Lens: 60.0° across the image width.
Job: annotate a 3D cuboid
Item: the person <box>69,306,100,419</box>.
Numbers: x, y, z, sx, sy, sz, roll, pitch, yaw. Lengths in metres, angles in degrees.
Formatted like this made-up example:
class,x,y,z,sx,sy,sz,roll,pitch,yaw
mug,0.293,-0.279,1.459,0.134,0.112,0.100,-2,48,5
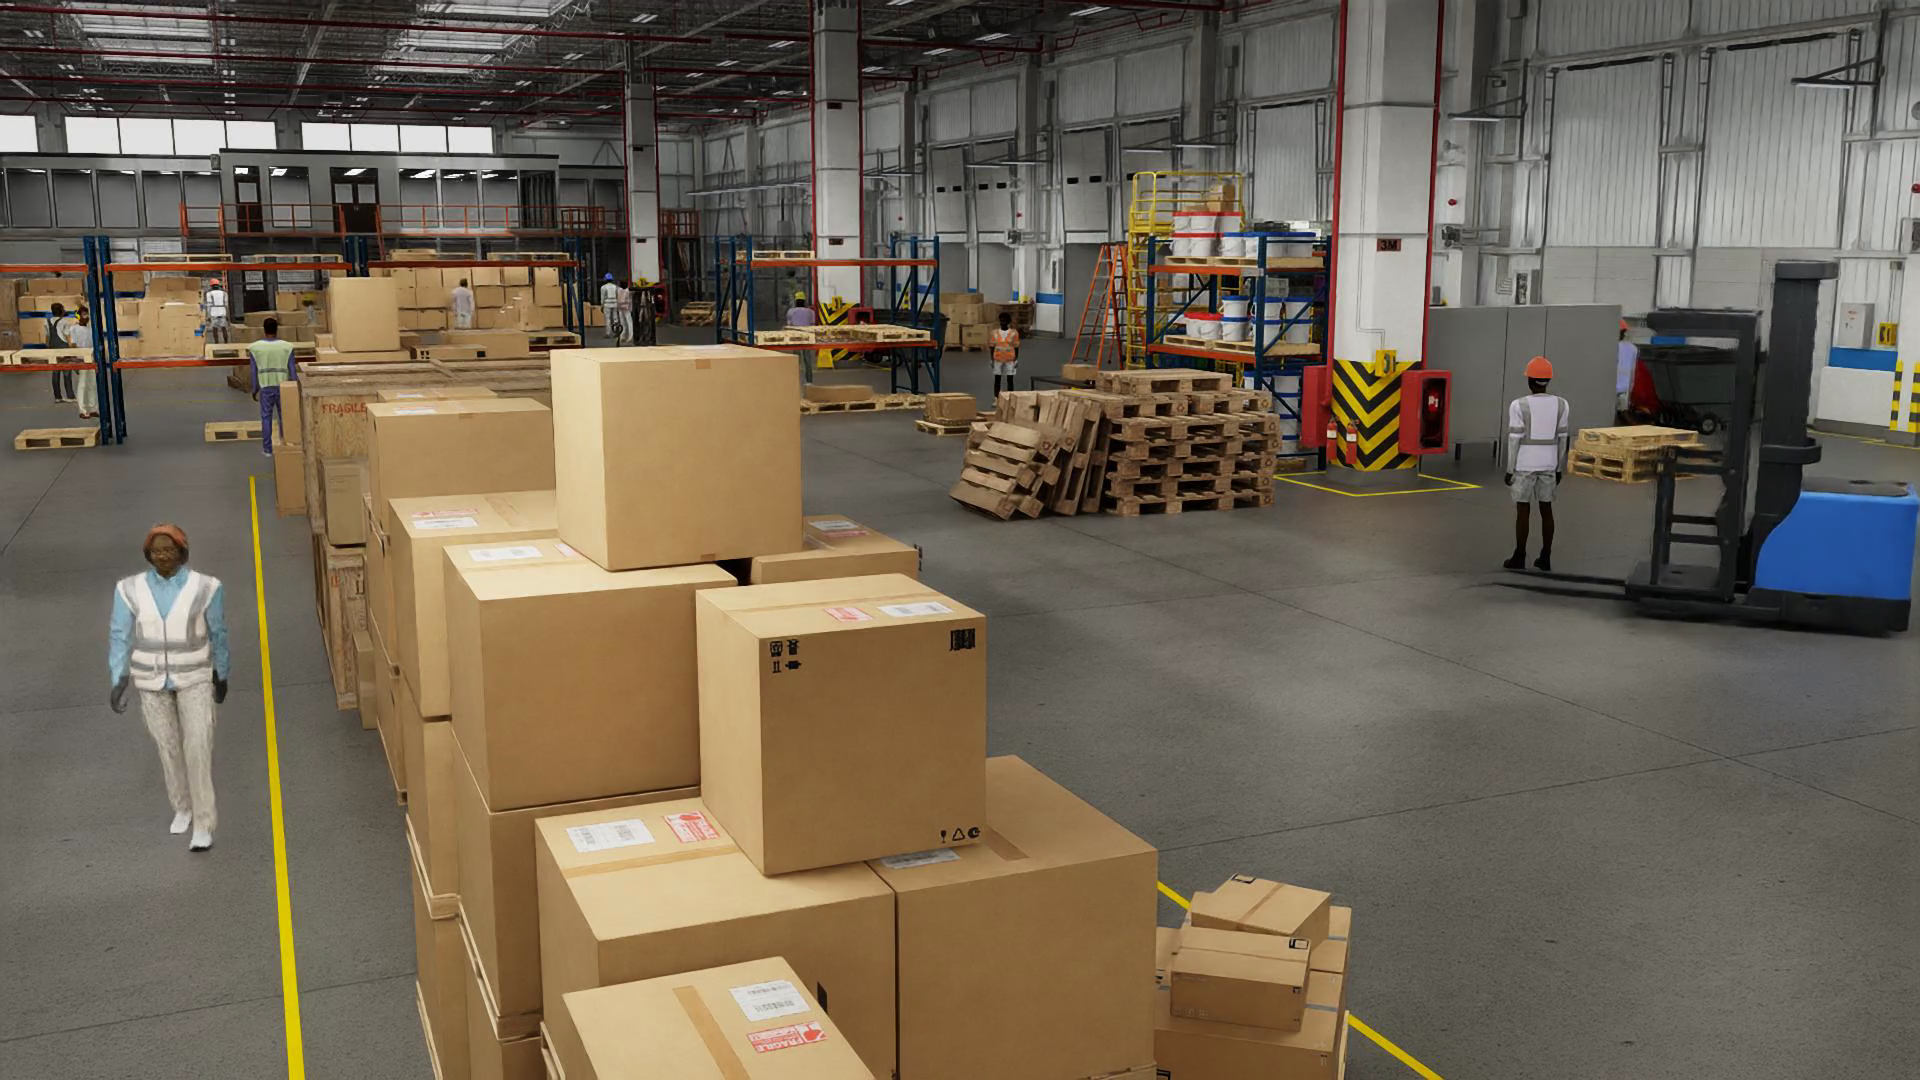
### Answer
class,x,y,z,sx,sy,sz,roll,pitch,yaw
person,-14.565,-2.955,27.745,0.328,1.876,0.513,4,11,19

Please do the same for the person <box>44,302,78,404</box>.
class,x,y,z,sx,sy,sz,roll,pitch,yaw
person,-16.372,-3.398,30.287,0.504,1.839,0.344,1,10,8

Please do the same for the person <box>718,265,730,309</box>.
class,x,y,z,sx,sy,sz,roll,pitch,yaw
person,-9.891,-10.674,70.211,0.605,1.906,0.754,-3,11,-14

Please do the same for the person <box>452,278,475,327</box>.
class,x,y,z,sx,sy,sz,roll,pitch,yaw
person,-13.668,-6.270,45.882,0.651,1.922,0.453,2,10,10

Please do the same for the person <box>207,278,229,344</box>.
class,x,y,z,sx,sy,sz,roll,pitch,yaw
person,-20.012,-6.087,44.864,0.544,1.926,0.381,-9,13,-40

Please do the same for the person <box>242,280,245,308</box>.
class,x,y,z,sx,sy,sz,roll,pitch,yaw
person,-29.641,-10.299,68.324,0.861,1.845,0.488,8,13,36

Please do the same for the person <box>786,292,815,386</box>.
class,x,y,z,sx,sy,sz,roll,pitch,yaw
person,-3.221,-4.055,33.672,0.591,1.923,0.382,-2,10,-9

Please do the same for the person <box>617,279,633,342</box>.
class,x,y,z,sx,sy,sz,roll,pitch,yaw
person,-9.714,-6.657,48.259,0.619,1.838,0.430,7,12,32

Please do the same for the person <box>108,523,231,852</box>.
class,x,y,z,sx,sy,sz,roll,pitch,yaw
person,-3.886,0.732,8.185,0.519,1.605,0.735,-2,11,-13

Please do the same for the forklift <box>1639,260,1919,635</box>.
class,x,y,z,sx,sy,sz,roll,pitch,yaw
forklift,6.478,-0.787,13.025,1.873,2.768,1.129,5,12,27

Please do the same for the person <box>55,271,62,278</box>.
class,x,y,z,sx,sy,sz,roll,pitch,yaw
person,-33.532,-9.120,61.800,0.905,1.857,0.584,-4,11,-22

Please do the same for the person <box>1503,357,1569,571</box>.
class,x,y,z,sx,sy,sz,roll,pitch,yaw
person,5.185,-0.679,15.018,0.545,1.942,0.354,-1,10,-6

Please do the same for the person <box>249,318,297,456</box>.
class,x,y,z,sx,sy,sz,roll,pitch,yaw
person,-9.463,-2.099,22.947,0.594,1.909,0.407,-4,11,-23

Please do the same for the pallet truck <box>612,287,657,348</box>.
class,x,y,z,sx,sy,sz,roll,pitch,yaw
pallet truck,-6.464,-4.406,35.401,0.823,1.965,1.885,6,12,32

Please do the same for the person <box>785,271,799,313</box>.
class,x,y,z,sx,sy,sz,roll,pitch,yaw
person,-6.359,-9.295,62.819,0.631,1.828,0.641,6,12,31

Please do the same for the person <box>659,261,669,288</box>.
class,x,y,z,sx,sy,sz,roll,pitch,yaw
person,-13.241,-11.387,73.919,0.617,1.986,0.407,-3,11,-18

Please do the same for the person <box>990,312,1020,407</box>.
class,x,y,z,sx,sy,sz,roll,pitch,yaw
person,0.792,-3.196,29.556,0.536,1.699,0.322,2,10,11

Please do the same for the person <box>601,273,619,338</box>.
class,x,y,z,sx,sy,sz,roll,pitch,yaw
person,-10.518,-7.036,50.024,0.614,1.950,0.375,-8,13,-36

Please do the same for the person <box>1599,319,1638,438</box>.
class,x,y,z,sx,sy,sz,roll,pitch,yaw
person,9.192,-2.142,23.206,0.560,1.904,0.817,-3,11,-18

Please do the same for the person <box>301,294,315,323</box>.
class,x,y,z,sx,sy,sz,roll,pitch,yaw
person,-15.082,-4.813,38.398,0.602,1.722,0.502,-3,11,-16
